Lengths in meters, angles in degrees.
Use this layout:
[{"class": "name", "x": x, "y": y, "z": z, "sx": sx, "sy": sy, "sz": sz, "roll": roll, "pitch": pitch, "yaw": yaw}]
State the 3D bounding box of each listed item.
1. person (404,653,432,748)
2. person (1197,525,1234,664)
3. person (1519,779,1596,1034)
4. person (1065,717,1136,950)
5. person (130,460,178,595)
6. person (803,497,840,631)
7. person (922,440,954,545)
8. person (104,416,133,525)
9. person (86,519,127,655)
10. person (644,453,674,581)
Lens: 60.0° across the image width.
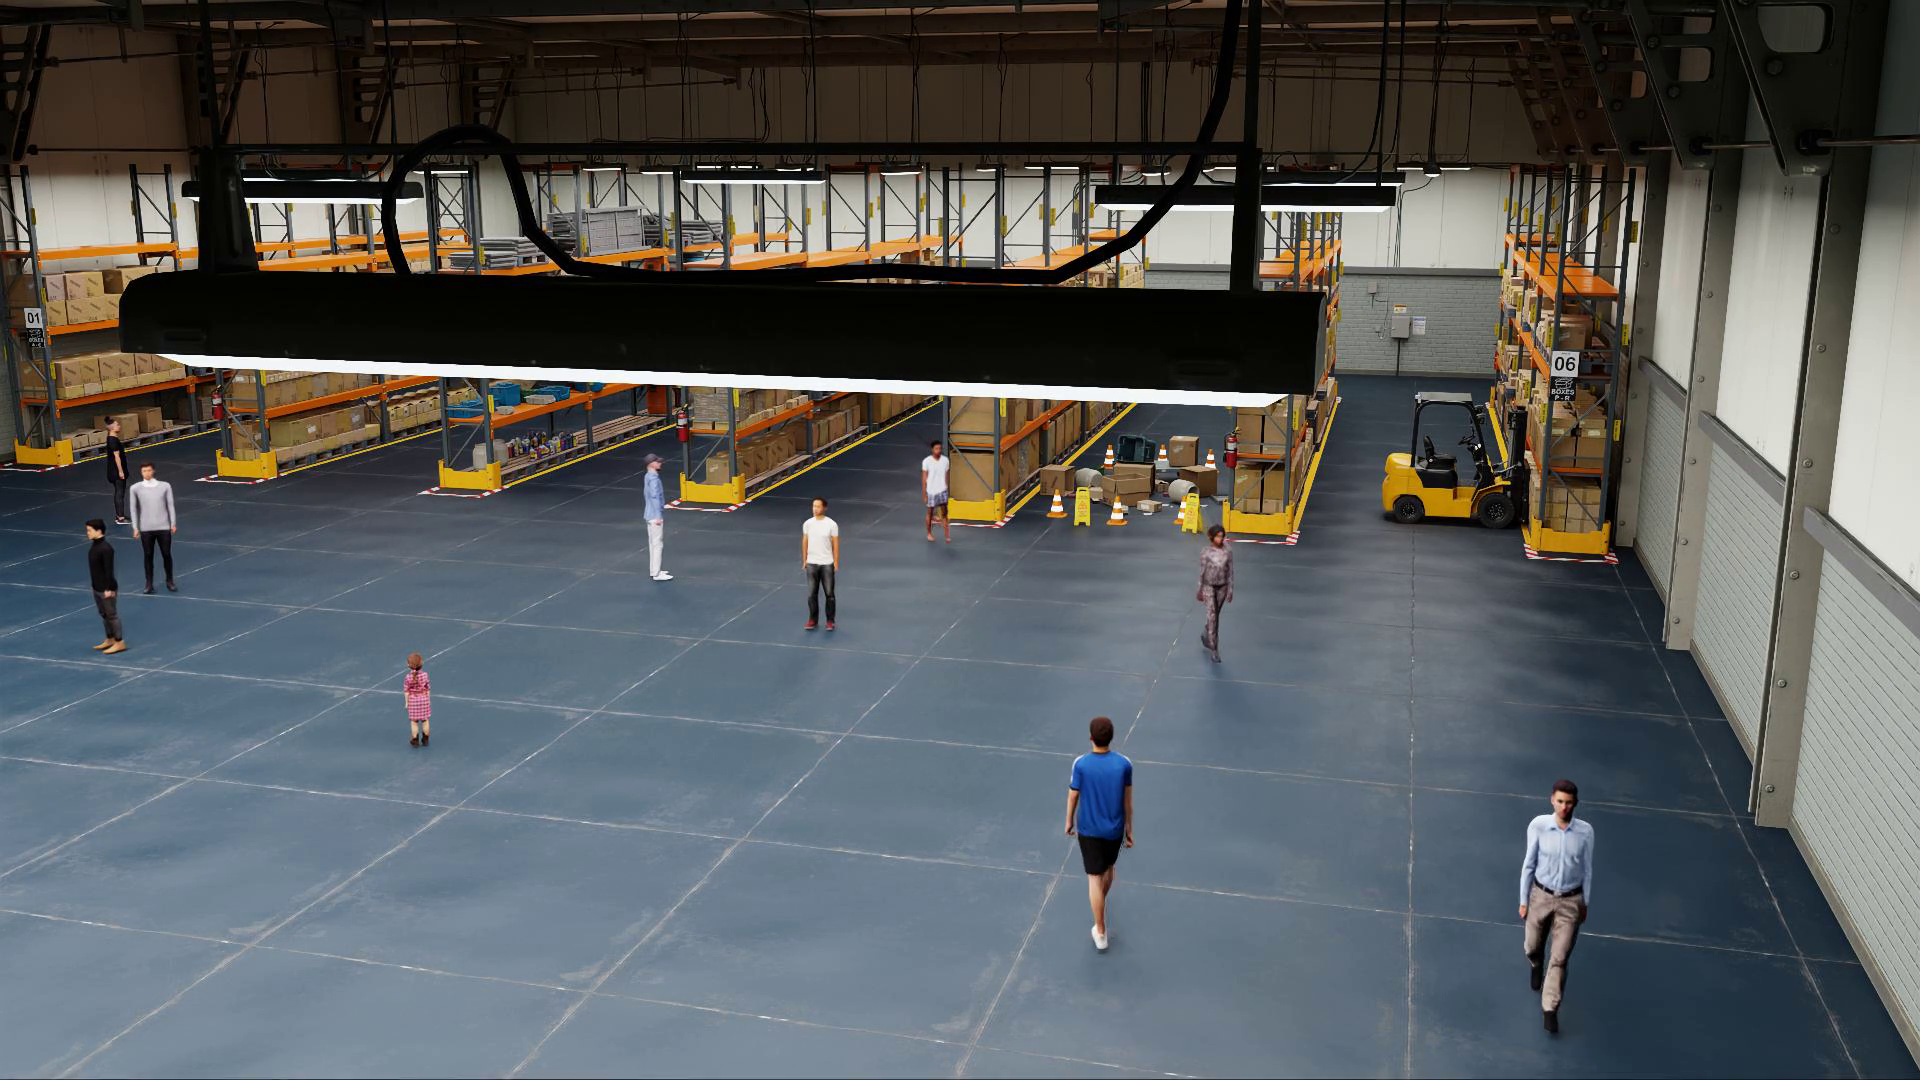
[{"class": "person", "x": -5.804, "y": 1.705, "z": 17.812, "sx": 0.499, "sy": 1.021, "sz": 0.555, "roll": -7, "pitch": 15, "yaw": -26}, {"class": "person", "x": 3.192, "y": 0.644, "z": 20.954, "sx": 0.898, "sy": 1.672, "sz": 1.213, "roll": -2, "pitch": 13, "yaw": -9}, {"class": "person", "x": 4.352, "y": 2.609, "z": 12.141, "sx": 0.649, "sy": 1.820, "sz": 1.026, "roll": 4, "pitch": 14, "yaw": 16}, {"class": "person", "x": 1.131, "y": 2.349, "z": 13.246, "sx": 0.958, "sy": 1.827, "sz": 1.234, "roll": -1, "pitch": 13, "yaw": -5}, {"class": "person", "x": -11.658, "y": -0.208, "z": 24.078, "sx": 0.834, "sy": 1.923, "sz": 0.867, "roll": -6, "pitch": 14, "yaw": -24}, {"class": "person", "x": -1.847, "y": 0.297, "z": 22.165, "sx": 0.646, "sy": 1.801, "sz": 0.555, "roll": 2, "pitch": 13, "yaw": 10}, {"class": "person", "x": -0.422, "y": -0.782, "z": 27.073, "sx": 1.039, "sy": 1.689, "sz": 1.193, "roll": -5, "pitch": 14, "yaw": -19}, {"class": "person", "x": -14.480, "y": -1.219, "z": 28.574, "sx": 0.814, "sy": 1.864, "sz": 0.767, "roll": -8, "pitch": 15, "yaw": -32}, {"class": "person", "x": -10.887, "y": 0.570, "z": 21.165, "sx": 0.712, "sy": 1.721, "sz": 0.683, "roll": 12, "pitch": 17, "yaw": 41}, {"class": "person", "x": -4.557, "y": -0.361, "z": 24.814, "sx": 0.807, "sy": 1.887, "sz": 0.711, "roll": -5, "pitch": 14, "yaw": -19}]
